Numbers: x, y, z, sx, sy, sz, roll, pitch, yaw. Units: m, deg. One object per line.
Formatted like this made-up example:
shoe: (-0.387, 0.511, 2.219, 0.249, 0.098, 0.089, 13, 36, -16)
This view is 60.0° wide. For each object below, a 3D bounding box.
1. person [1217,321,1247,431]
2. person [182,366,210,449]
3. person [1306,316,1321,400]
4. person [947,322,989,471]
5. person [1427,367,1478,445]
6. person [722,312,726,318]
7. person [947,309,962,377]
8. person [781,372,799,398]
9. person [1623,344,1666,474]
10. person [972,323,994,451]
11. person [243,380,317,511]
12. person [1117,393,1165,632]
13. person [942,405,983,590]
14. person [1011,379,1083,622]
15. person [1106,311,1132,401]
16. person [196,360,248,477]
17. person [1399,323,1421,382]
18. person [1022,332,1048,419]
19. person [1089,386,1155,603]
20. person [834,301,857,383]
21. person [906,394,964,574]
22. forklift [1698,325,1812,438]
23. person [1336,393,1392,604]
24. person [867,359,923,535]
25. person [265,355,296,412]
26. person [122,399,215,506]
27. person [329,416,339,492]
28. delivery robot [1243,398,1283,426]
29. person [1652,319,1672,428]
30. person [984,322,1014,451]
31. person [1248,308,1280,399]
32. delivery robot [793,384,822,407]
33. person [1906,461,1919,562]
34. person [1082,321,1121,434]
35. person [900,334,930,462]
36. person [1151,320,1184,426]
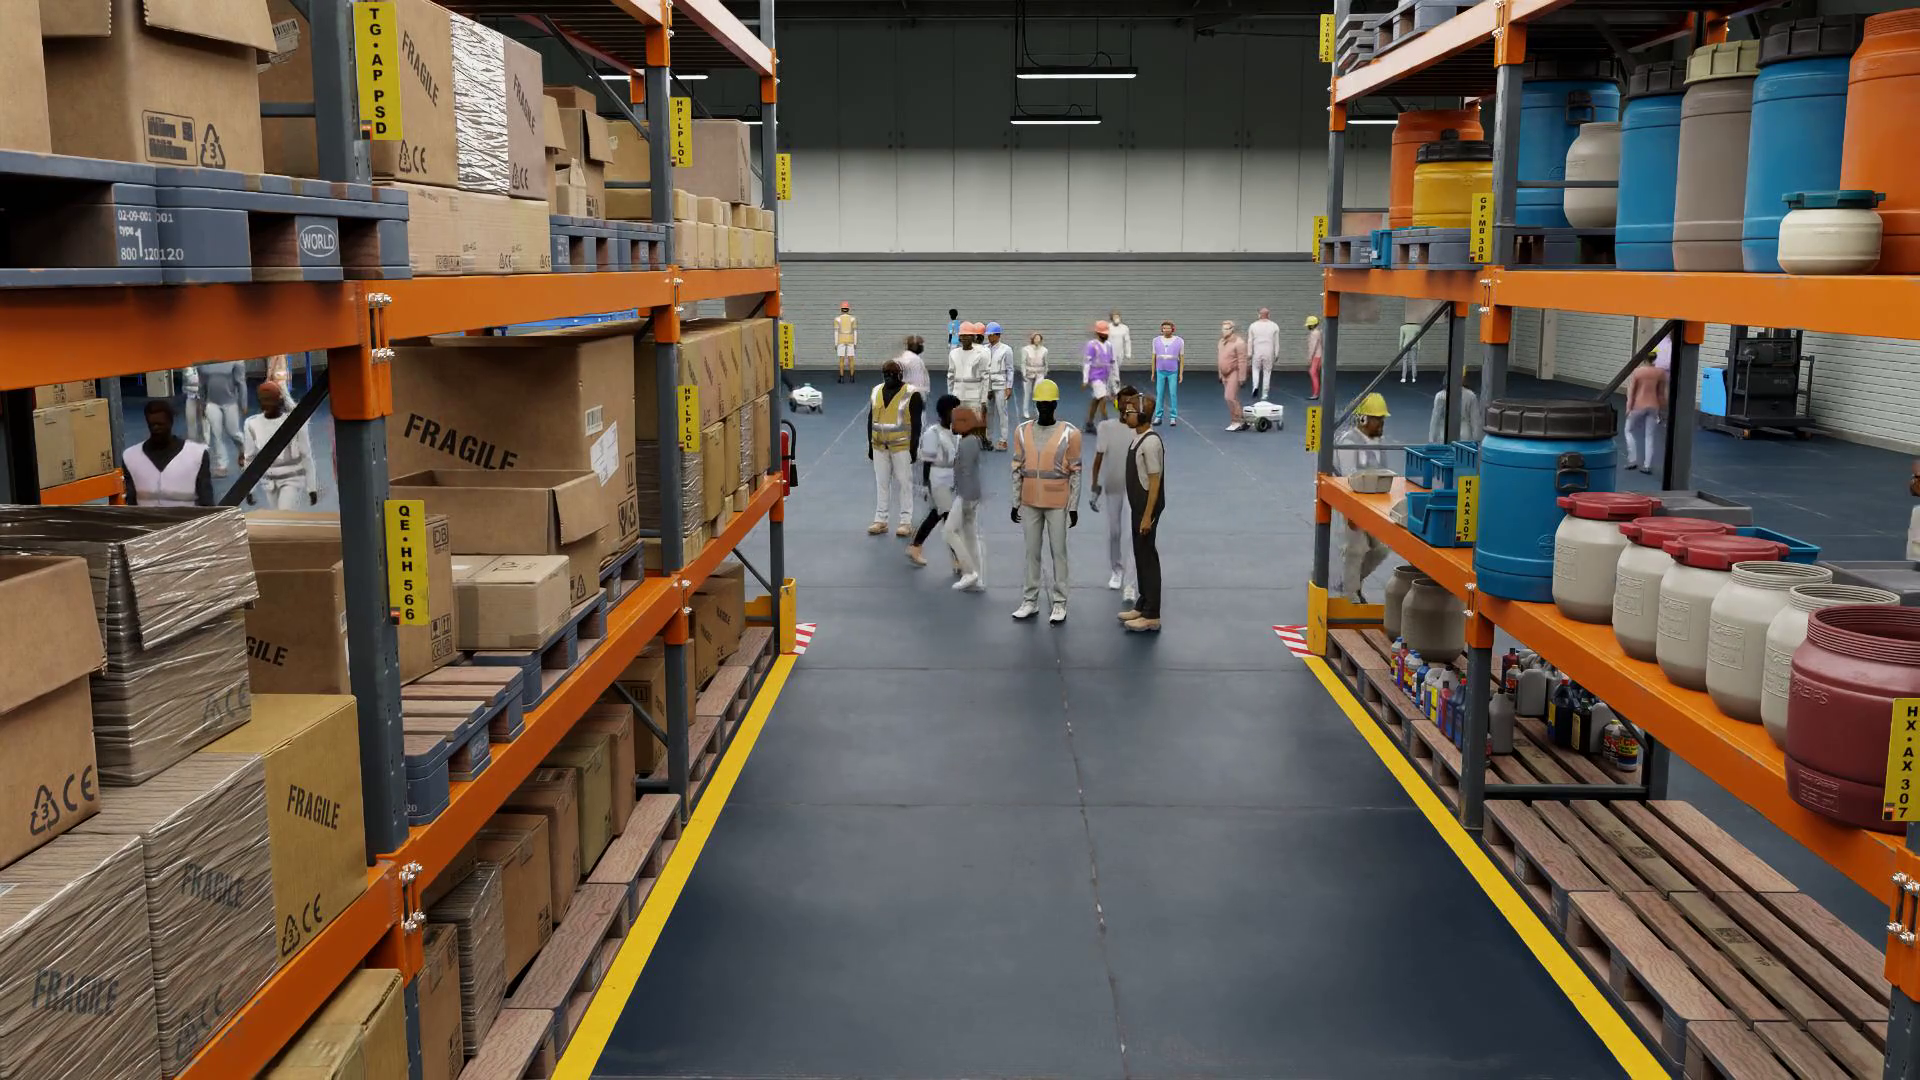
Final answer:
person: (4.620, -2.769, 28.163, 0.540, 1.873, 0.648, -4, 10, -22)
person: (-11.569, -2.170, 25.330, 0.545, 1.611, 0.377, 0, 9, 2)
person: (7.436, -3.846, 35.027, 0.332, 1.729, 0.774, 1, 10, 8)
person: (0.088, -1.952, 22.727, 0.618, 2.044, 0.377, 5, 11, 27)
person: (5.587, -1.148, 18.858, 0.500, 1.726, 0.381, -2, 10, -12)
person: (-4.427, -3.420, 31.897, 0.611, 1.913, 0.447, -3, 10, -15)
person: (-0.137, -4.902, 41.434, 0.322, 1.697, 0.531, 6, 11, 33)
person: (-3.704, -3.871, 34.456, 0.757, 1.966, 0.633, -3, 10, -18)
person: (9.286, -1.787, 22.619, 0.559, 1.746, 0.569, -1, 10, -4)
person: (0.274, -2.340, 25.366, 0.543, 1.939, 0.356, 6, 11, 33)
person: (-5.969, -0.504, 14.707, 0.592, 1.844, 0.919, 2, 10, 9)
person: (1.425, -0.222, 12.962, 0.325, 1.843, 0.517, 0, 9, -3)
person: (0.031, -0.358, 14.441, 0.396, 1.616, 0.526, 1, 10, 5)
person: (0.677, -0.316, 13.267, 0.594, 1.930, 0.352, 5, 11, 26)
person: (3.182, -3.766, 34.137, 0.632, 1.877, 1.073, -5, 11, -26)
person: (-9.892, -1.829, 22.392, 0.654, 1.915, 0.688, -1, 10, -4)
person: (10.744, -4.583, 39.714, 0.507, 1.632, 0.275, 1, 10, 7)
person: (1.349, -2.988, 30.271, 0.505, 1.597, 0.883, -2, 10, -10)
person: (1.395, -0.427, 14.279, 0.532, 1.822, 0.987, 2, 10, 9)
person: (-2.721, -4.706, 39.539, 0.545, 1.938, 0.355, -2, 10, -12)
person: (-0.178, -0.535, 15.438, 0.901, 1.645, 0.534, 6, 11, 33)
forklift: (13.248, -3.165, 27.620, 1.129, 2.768, 1.873, 0, 9, 1)
person: (3.253, -0.280, 13.417, 0.594, 1.817, 0.417, -9, 13, -42)
person: (-0.708, -0.977, 17.493, 0.622, 1.844, 0.429, 5, 11, 26)
person: (-11.931, -2.794, 29.109, 0.853, 1.597, 0.523, -2, 10, -9)
person: (-5.633, -0.073, 11.910, 0.597, 1.899, 0.657, -2, 10, -10)
person: (-5.156, -0.482, 14.403, 0.667, 1.883, 0.518, 6, 11, 32)
delivery robot: (5.182, -2.188, 28.439, 0.707, 0.478, 0.477, -7, 12, -35)
person: (12.237, -2.884, 28.754, 0.670, 1.893, 0.610, 8, 12, 39)
person: (0.526, -2.338, 25.322, 0.617, 1.946, 0.396, 7, 12, 36)
person: (6.395, -3.927, 35.016, 0.657, 1.894, 0.415, 2, 10, 13)
delivery robot: (-2.918, -2.749, 31.800, 0.477, 0.478, 0.707, -5, 11, -28)
person: (6.106, 0.285, 10.577, 0.531, 1.617, 0.386, -7, 12, -35)
person: (2.395, -2.655, 27.389, 0.932, 1.880, 0.688, 9, 13, 43)
person: (-0.665, -2.037, 23.891, 0.477, 1.828, 0.629, -2, 10, -11)
person: (3.650, -2.939, 29.242, 0.570, 1.840, 0.372, 3, 10, 19)
